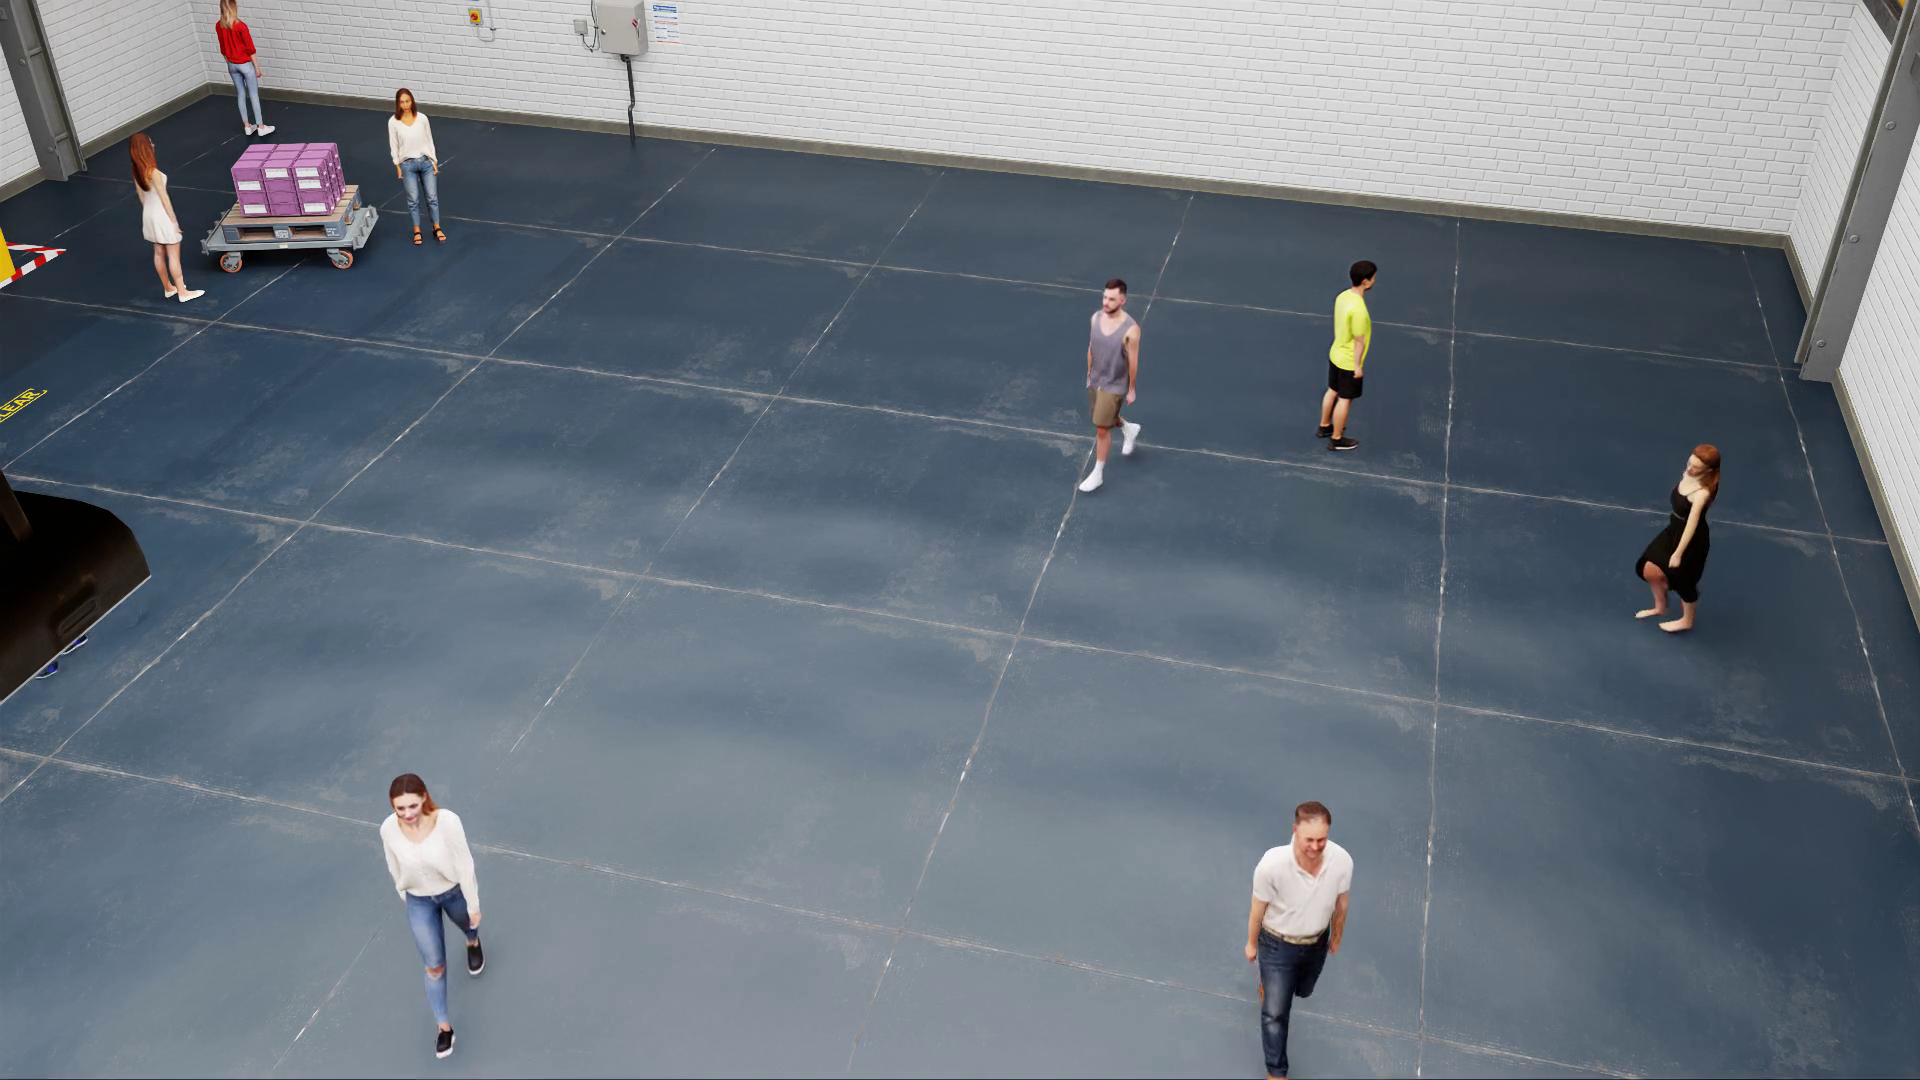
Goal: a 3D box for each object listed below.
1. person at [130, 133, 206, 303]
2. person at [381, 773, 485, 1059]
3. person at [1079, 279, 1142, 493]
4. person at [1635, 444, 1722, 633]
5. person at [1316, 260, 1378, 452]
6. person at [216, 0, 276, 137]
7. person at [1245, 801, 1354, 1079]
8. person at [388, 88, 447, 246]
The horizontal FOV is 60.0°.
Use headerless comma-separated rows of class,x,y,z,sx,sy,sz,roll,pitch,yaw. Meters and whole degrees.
person,-8.003,-3.225,16.623,0.619,1.708,0.620,20,38,27
person,-2.803,1.874,9.013,0.948,1.640,1.222,-5,34,-8
person,1.277,-1.325,13.632,0.966,1.826,1.206,27,42,34
person,5.243,0.001,11.873,0.729,1.594,0.696,6,34,8
person,3.291,-1.569,14.134,0.741,1.706,0.606,-5,34,-8
person,-8.907,-5.872,20.611,0.619,1.703,0.496,8,34,12
person,1.717,2.004,8.643,0.889,1.834,1.185,-1,34,-2
person,-5.837,-4.026,17.852,0.693,1.682,0.734,-14,36,-20
